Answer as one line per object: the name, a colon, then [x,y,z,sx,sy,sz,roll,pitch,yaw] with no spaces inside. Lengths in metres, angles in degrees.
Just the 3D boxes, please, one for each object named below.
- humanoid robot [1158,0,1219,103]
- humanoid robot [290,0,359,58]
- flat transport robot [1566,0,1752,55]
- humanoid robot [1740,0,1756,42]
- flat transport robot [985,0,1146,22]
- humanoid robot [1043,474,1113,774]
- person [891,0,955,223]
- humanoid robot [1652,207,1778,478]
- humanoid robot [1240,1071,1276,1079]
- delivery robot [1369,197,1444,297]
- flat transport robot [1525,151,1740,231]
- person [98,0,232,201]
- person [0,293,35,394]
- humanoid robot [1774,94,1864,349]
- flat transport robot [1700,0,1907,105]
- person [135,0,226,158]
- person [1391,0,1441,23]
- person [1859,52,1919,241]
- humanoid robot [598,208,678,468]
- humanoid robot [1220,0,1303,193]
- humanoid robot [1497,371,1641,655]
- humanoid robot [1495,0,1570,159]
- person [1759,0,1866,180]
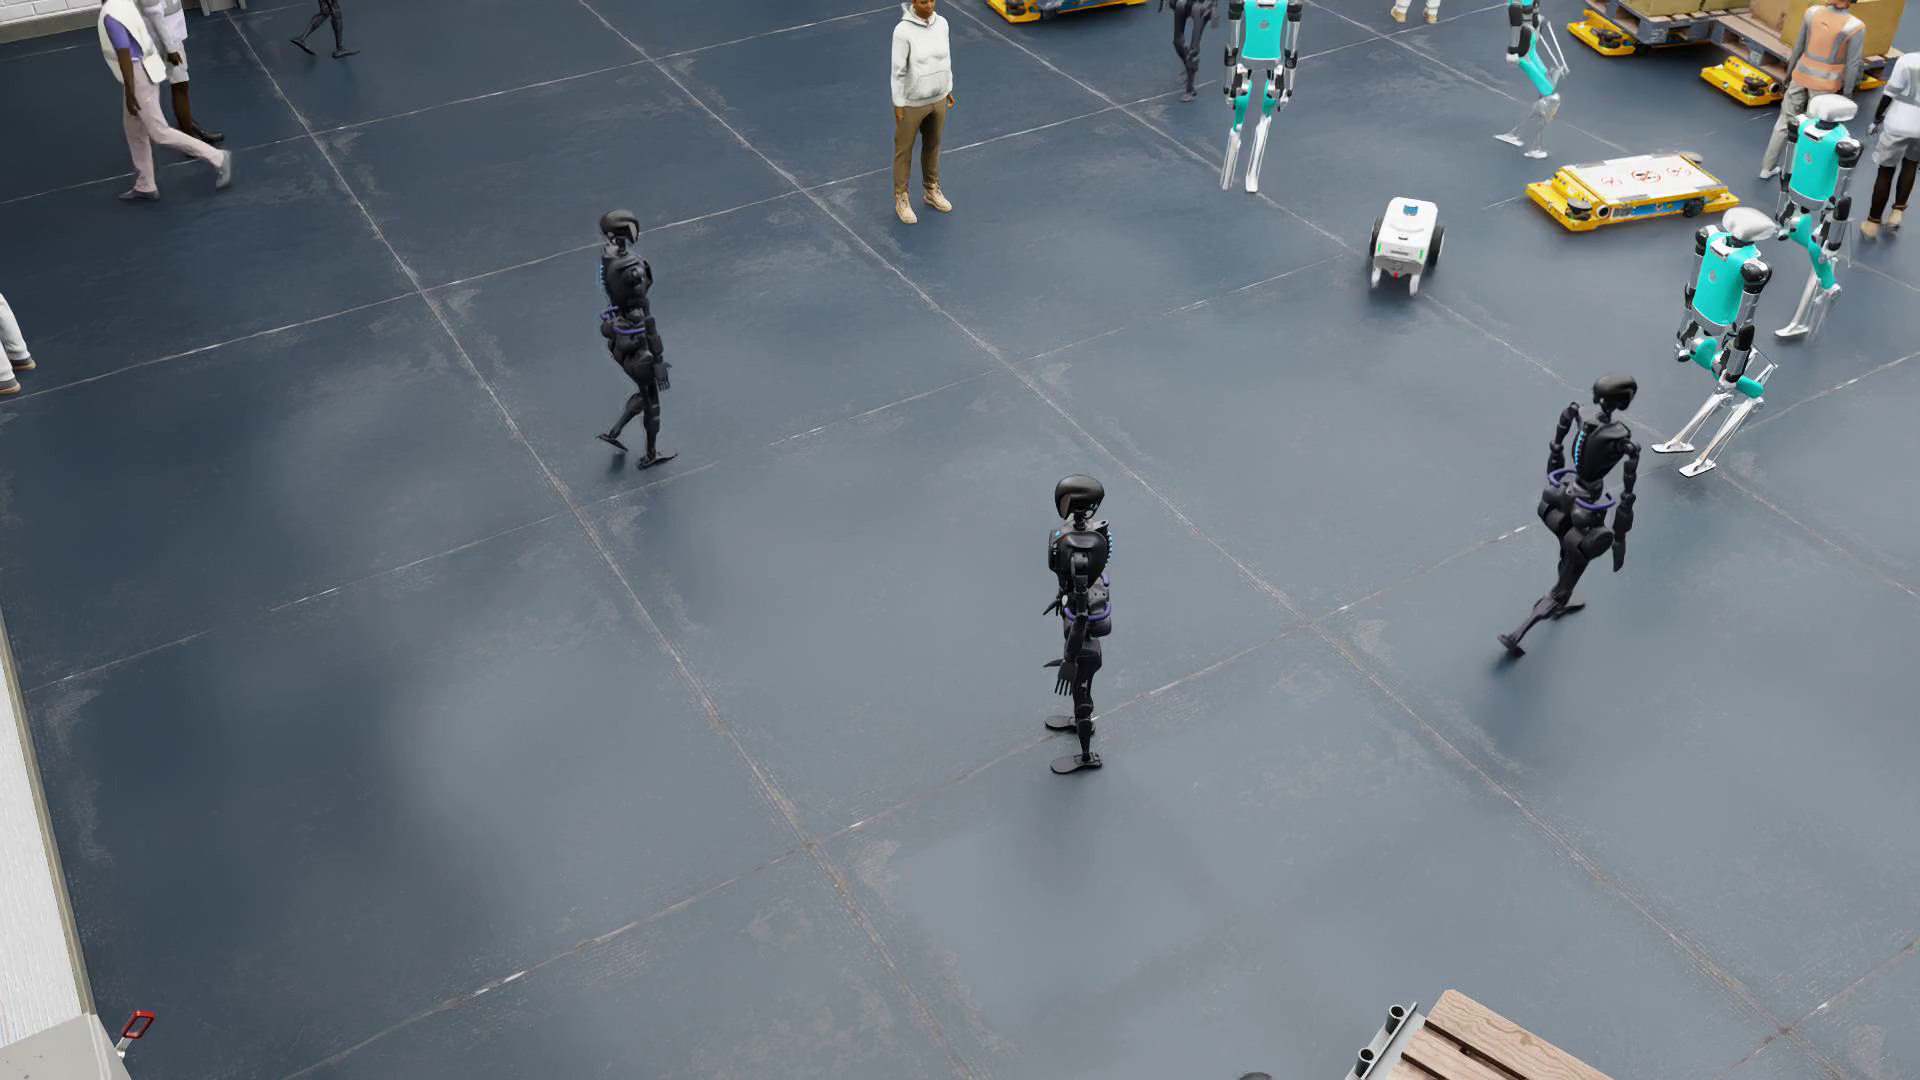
humanoid robot: [1.954,-4.551,13.916,0.601,1.646,0.588,28,46,31]
humanoid robot: [-5.683,-4.987,14.459,0.532,1.626,0.598,-26,45,-29]
flat transport robot: [6.371,-4.692,15.213,1.431,0.231,0.659,-9,39,-11]
humanoid robot: [7.122,-5.119,14.466,0.735,1.671,0.533,-11,40,-14]
flat transport robot: [1.001,-5.229,15.890,1.431,0.231,0.659,-15,41,-18]
humanoid robot: [0.535,0.385,7.660,0.315,1.657,0.599,1,38,1]
person: [-0.288,-3.211,12.137,0.521,1.767,0.379,-23,44,-26]
humanoid robot: [4.418,-1.129,9.427,0.735,1.677,0.533,-10,40,-13]
humanoid robot: [0.855,2.206,5.381,0.602,1.646,0.375,-25,45,-28]
delivery robot: [3.140,-2.111,11.734,0.499,0.604,0.808,13,40,15]
flat transport robot: [5.119,-2.654,12.641,1.431,0.231,0.659,-10,39,-12]
person: [-6.052,-3.417,12.373,0.834,1.797,0.650,-15,41,-18]
person: [-6.198,-1.772,10.233,0.344,1.879,0.575,-4,39,-5]
humanoid robot: [5.558,-1.991,10.701,0.791,1.860,0.552,-14,41,-17]
flat transport robot: [7.242,-4.053,14.406,1.431,0.231,0.659,-11,40,-14]
person: [-6.130,-3.929,12.908,0.355,1.938,0.541,-13,40,-15]
person: [4.280,-5.663,15.183,0.628,1.837,0.430,3,39,4]
person: [6.801,-2.941,11.864,0.579,1.666,0.397,7,39,9]
humanoid robot: [-1.903,-1.140,9.594,0.404,1.643,0.593,-23,44,-26]
humanoid robot: [2.229,-3.435,12.468,0.537,1.826,0.686,5,39,7]
humanoid robot: [3.097,-0.146,8.383,0.740,1.644,0.599,-17,41,-20]
humanoid robot: [4.585,-3.866,13.014,0.840,1.791,0.540,22,44,26]
person: [6.446,-3.430,12.520,0.311,1.633,0.537,-20,43,-24]
